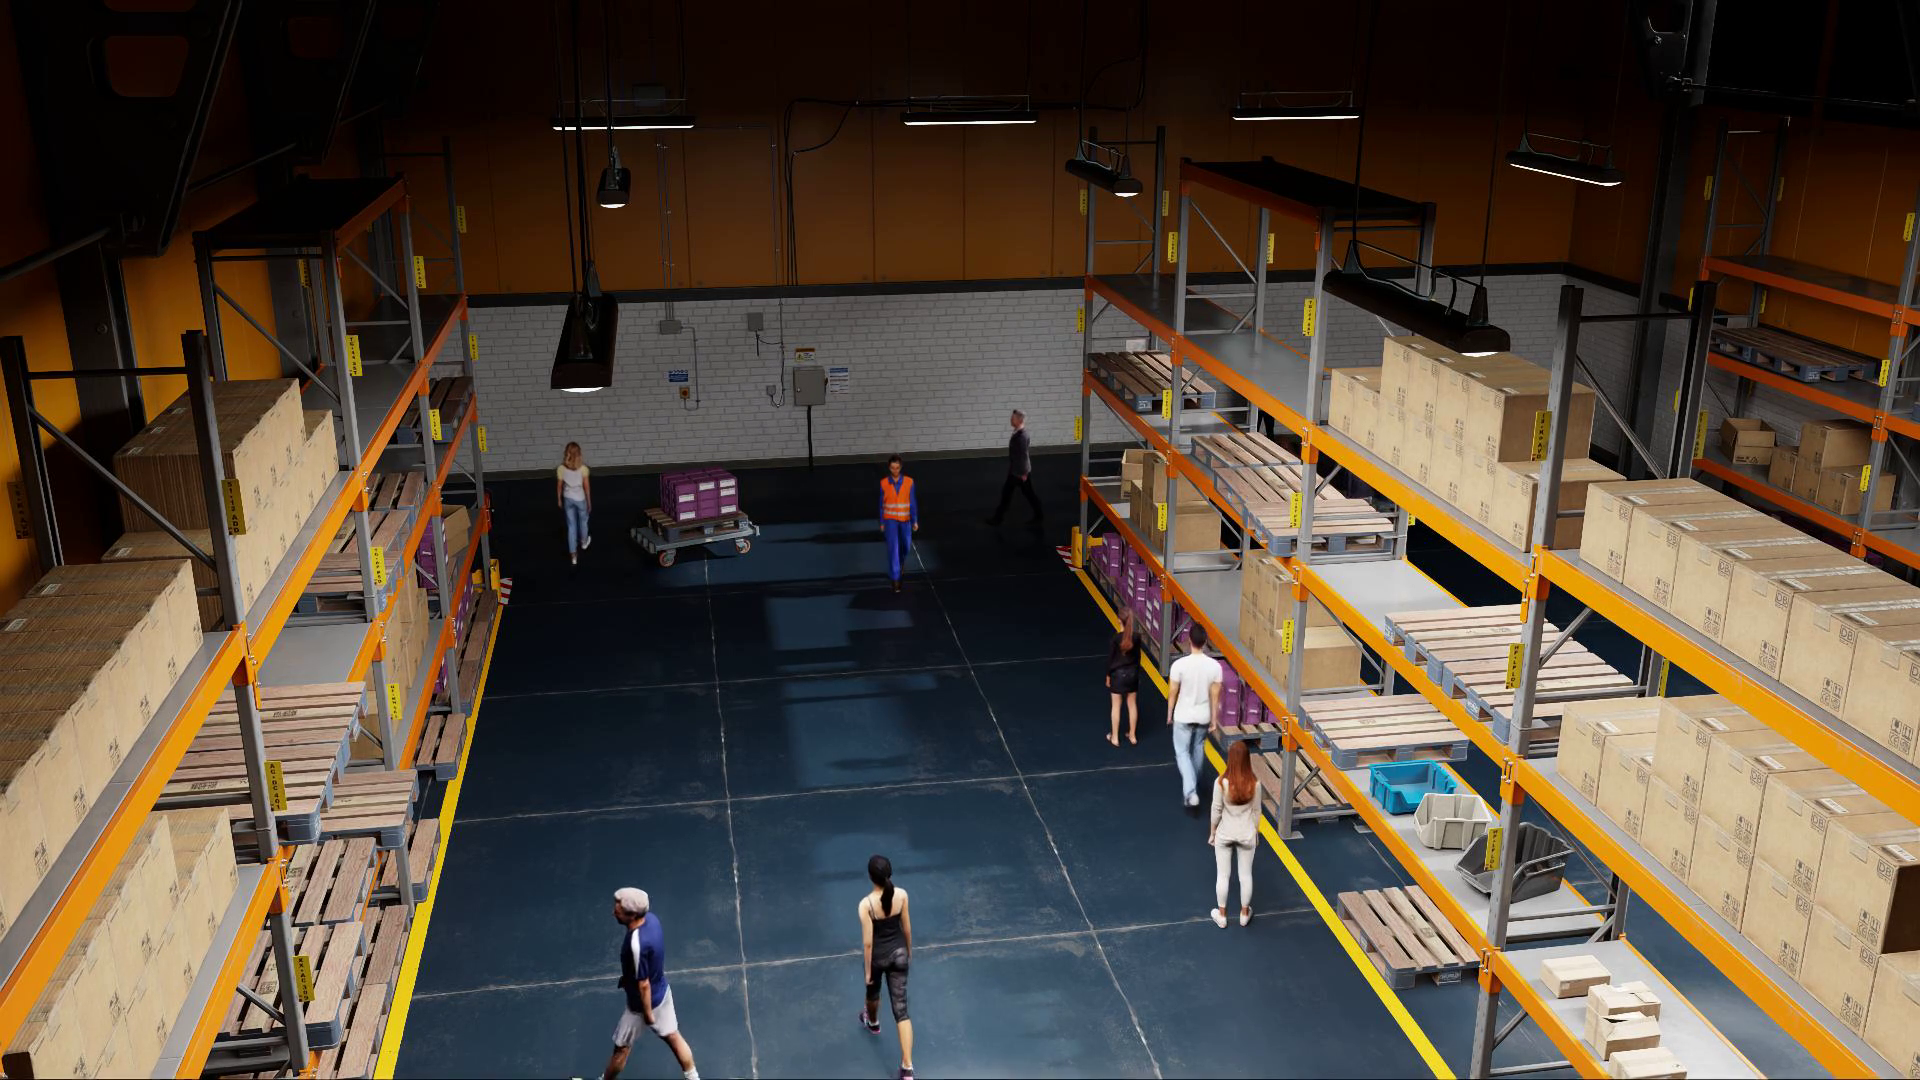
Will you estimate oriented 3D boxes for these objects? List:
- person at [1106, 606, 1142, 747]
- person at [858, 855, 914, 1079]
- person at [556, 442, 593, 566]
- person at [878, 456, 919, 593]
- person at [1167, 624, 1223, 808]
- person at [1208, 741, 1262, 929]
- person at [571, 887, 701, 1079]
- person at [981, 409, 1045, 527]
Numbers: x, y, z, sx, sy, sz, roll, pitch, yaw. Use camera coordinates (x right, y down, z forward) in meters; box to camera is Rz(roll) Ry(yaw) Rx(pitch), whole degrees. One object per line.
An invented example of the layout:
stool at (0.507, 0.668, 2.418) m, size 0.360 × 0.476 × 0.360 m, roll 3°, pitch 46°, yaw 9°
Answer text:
person at (1.761, 1.439, 17.723) m, size 0.533 × 1.558 × 0.542 m, roll -4°, pitch 19°, yaw -12°
person at (-0.507, 3.198, 12.331) m, size 0.828 × 1.665 × 1.262 m, roll -8°, pitch 20°, yaw -22°
person at (-5.386, -0.471, 23.229) m, size 0.755 × 1.663 × 1.149 m, roll -1°, pitch 19°, yaw -3°
person at (-0.838, -0.266, 22.338) m, size 0.661 × 1.843 × 1.008 m, roll -3°, pitch 19°, yaw -9°
person at (2.293, 1.756, 16.336) m, size 0.664 × 1.841 × 1.038 m, roll -3°, pitch 19°, yaw -9°
person at (2.362, 2.527, 14.249) m, size 0.643 × 1.713 × 0.626 m, roll 1°, pitch 19°, yaw 2°
person at (-2.150, 3.291, 11.891) m, size 0.934 × 1.768 × 1.199 m, roll 2°, pitch 19°, yaw 6°
person at (0.959, -1.040, 24.717) m, size 0.945 × 1.791 × 1.178 m, roll 0°, pitch 19°, yaw 0°
